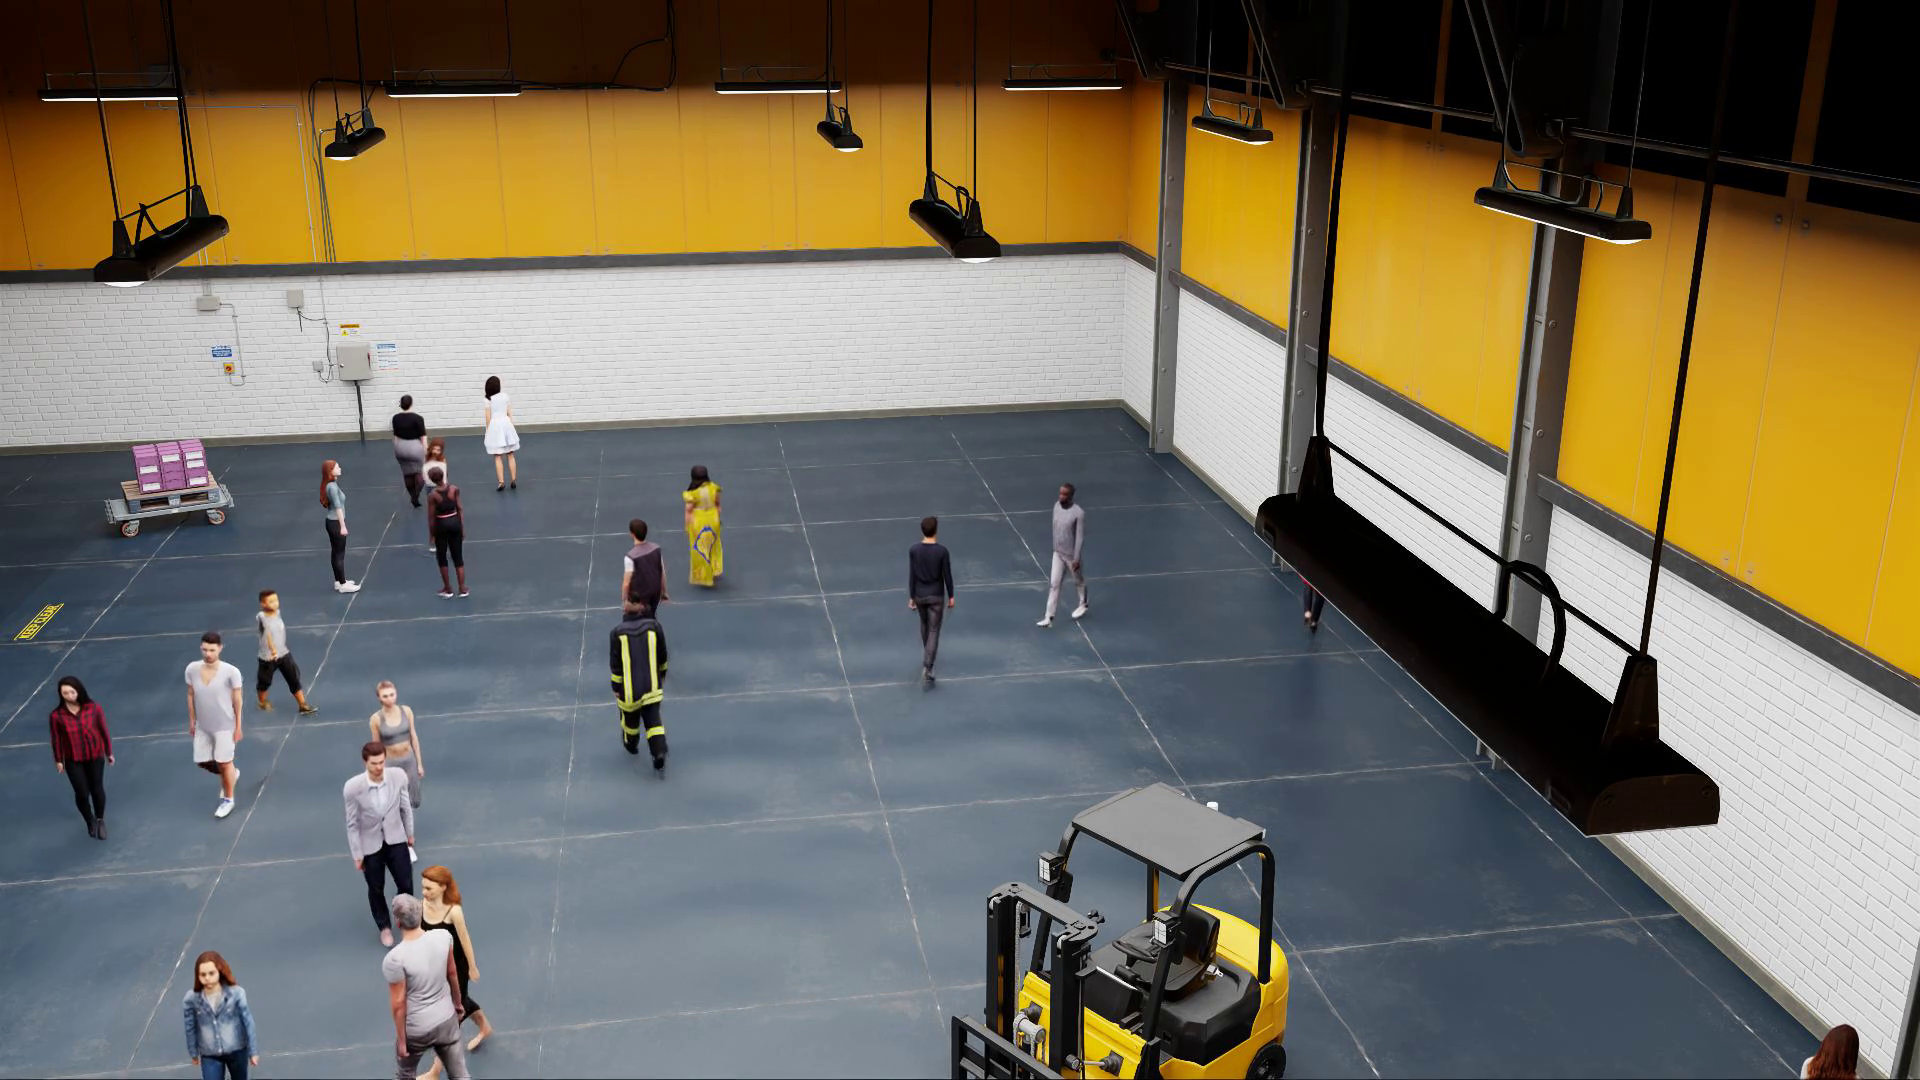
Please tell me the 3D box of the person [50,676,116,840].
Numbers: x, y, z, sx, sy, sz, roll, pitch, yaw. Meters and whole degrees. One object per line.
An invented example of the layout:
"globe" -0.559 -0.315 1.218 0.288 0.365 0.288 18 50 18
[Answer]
"person" -8.020 1.958 15.191 0.696 1.640 0.704 -14 23 -36

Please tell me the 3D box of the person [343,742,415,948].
"person" -4.727 2.422 13.523 0.747 1.826 0.715 -9 21 -25

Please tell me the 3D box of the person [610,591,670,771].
"person" -3.177 1.404 16.529 0.954 1.836 1.201 -9 21 -25

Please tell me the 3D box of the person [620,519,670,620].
"person" -3.470 0.680 18.698 1.133 1.825 1.052 14 23 37

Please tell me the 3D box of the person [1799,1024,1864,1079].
"person" 5.371 3.674 10.341 0.587 1.484 0.676 17 25 40

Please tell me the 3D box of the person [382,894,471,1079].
"person" -3.513 3.256 11.108 1.142 1.787 1.058 17 25 41

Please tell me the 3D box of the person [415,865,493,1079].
"person" -3.629 3.049 12.042 1.002 1.583 1.110 10 21 28

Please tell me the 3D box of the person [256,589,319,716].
"person" -7.438 1.173 17.868 1.000 1.420 1.004 10 21 26

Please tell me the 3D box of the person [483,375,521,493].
"person" -7.071 -1.636 25.593 0.810 1.813 0.843 -11 22 -30

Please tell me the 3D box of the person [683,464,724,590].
"person" -3.262 -0.160 21.470 0.946 1.647 1.069 -13 23 -35

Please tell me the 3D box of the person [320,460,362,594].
"person" -8.019 -0.183 21.389 0.717 1.742 0.601 -12 22 -31

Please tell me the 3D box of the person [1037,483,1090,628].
"person" 1.388 0.174 20.266 1.262 1.783 1.259 15 24 38

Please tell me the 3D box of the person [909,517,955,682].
"person" -0.349 0.700 18.639 0.983 1.825 1.331 4 19 12

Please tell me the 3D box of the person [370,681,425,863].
"person" -5.056 2.028 14.911 0.825 1.686 0.982 -14 23 -36

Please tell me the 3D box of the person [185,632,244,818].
"person" -6.955 1.690 15.689 0.821 1.831 0.875 2 19 7

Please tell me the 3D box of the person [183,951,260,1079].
"person" -4.948 3.401 11.207 0.697 1.449 0.979 -7 20 -20

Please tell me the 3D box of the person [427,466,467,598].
"person" -6.534 -0.117 21.164 0.748 1.760 0.813 -8 20 -23

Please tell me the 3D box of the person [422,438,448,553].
"person" -7.156 -0.609 22.728 0.847 1.695 0.755 -14 23 -35

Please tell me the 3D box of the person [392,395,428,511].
"person" -8.143 -1.259 24.579 0.778 1.745 0.906 1 19 4
